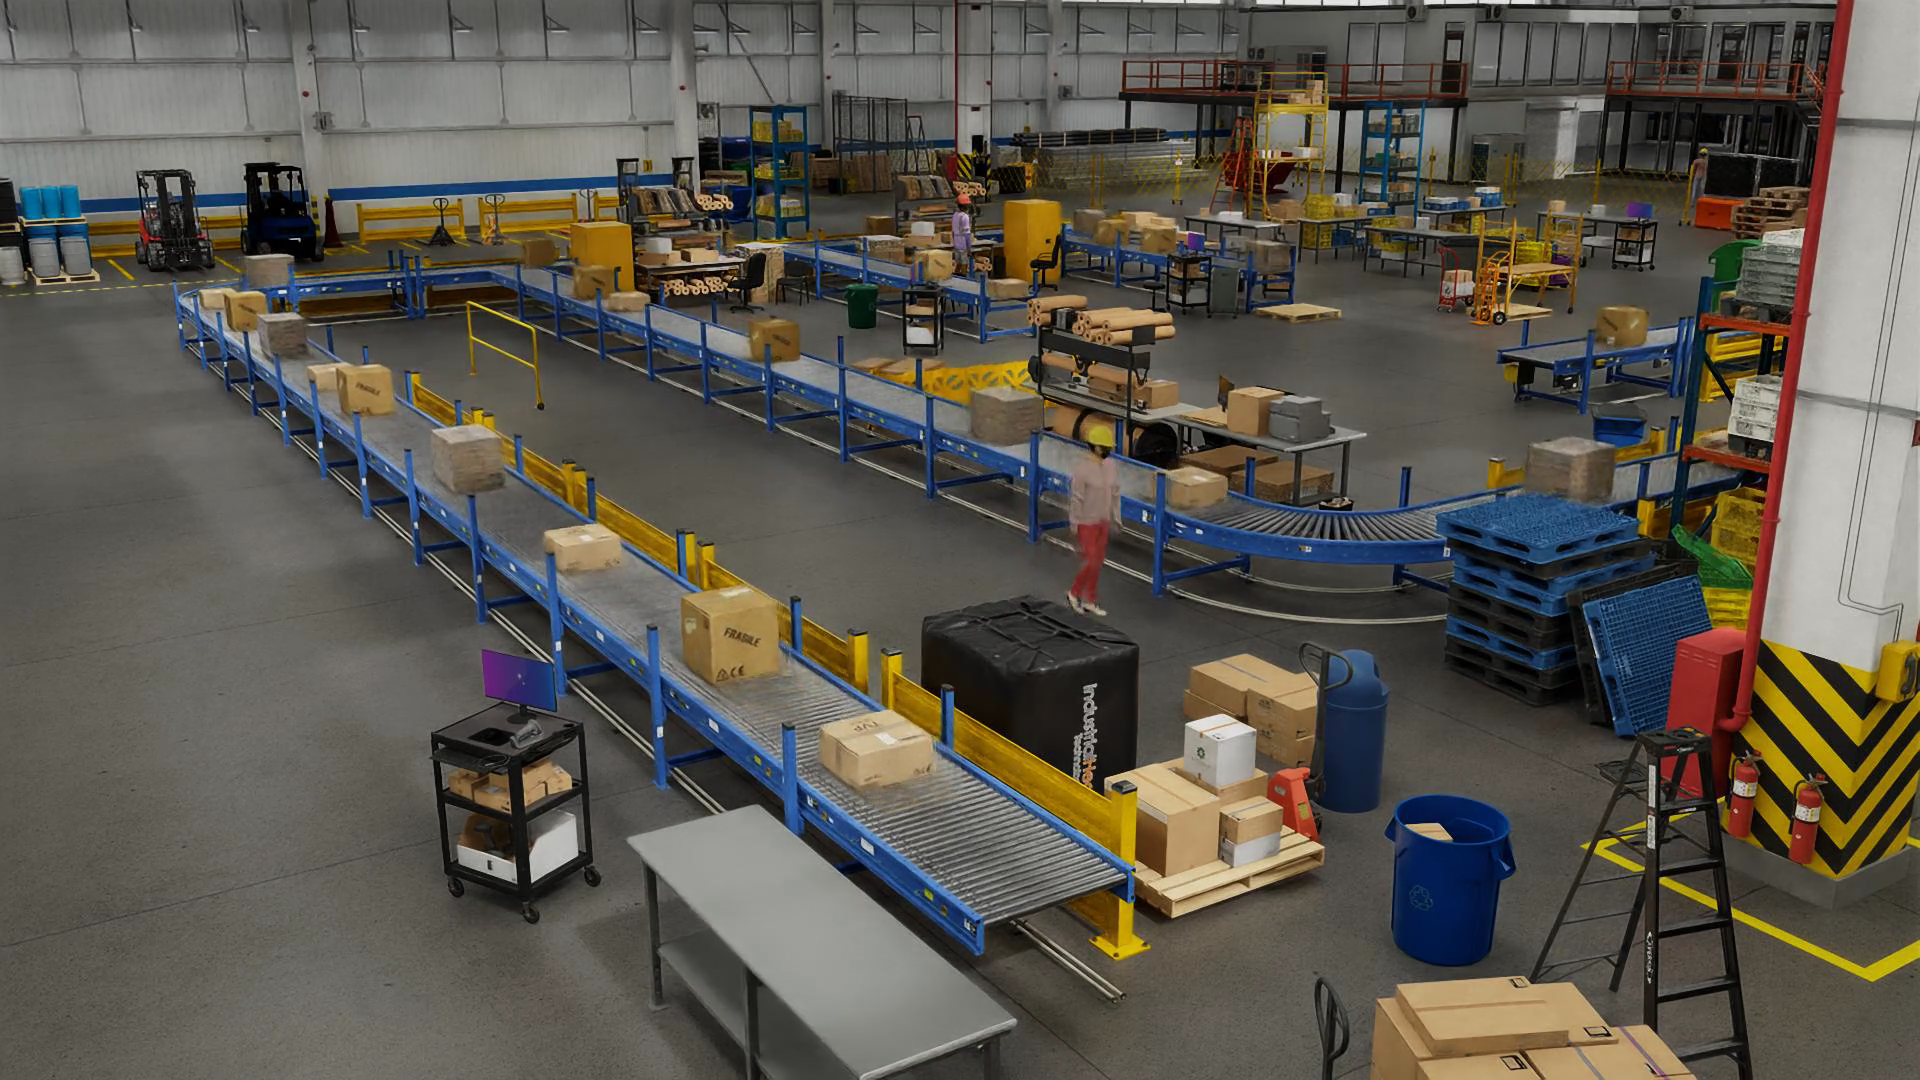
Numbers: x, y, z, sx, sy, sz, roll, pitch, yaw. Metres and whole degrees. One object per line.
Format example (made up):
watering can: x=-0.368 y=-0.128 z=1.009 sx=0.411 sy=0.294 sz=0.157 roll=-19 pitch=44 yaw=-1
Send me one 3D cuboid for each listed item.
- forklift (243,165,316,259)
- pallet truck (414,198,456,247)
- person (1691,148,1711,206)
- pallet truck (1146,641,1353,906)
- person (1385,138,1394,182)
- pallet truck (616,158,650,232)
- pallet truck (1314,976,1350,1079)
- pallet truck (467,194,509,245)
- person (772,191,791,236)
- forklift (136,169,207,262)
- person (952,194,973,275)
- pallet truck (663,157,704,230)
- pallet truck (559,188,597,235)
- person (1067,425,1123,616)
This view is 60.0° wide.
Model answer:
forklift: x=-15.898 y=-7.669 z=38.708 sx=1.157 sy=1.987 sz=2.680 roll=-11 pitch=20 yaw=-33
pallet truck: x=-13.250 y=-8.060 z=41.856 sx=0.680 sy=1.201 sz=1.601 roll=-10 pitch=20 yaw=-31
person: x=22.859 y=-11.182 z=51.326 sx=0.534 sy=1.767 sz=0.314 roll=9 pitch=19 yaw=27
pallet truck: x=1.664 y=1.407 z=10.232 sx=1.630 sy=1.274 sz=0.653 roll=-10 pitch=20 yaw=-31
person: x=14.476 y=-12.713 z=56.286 sx=0.520 sy=1.842 sz=0.330 roll=-14 pitch=22 yaw=-39
pallet truck: x=-8.918 y=-9.176 z=44.255 sx=0.823 sy=1.965 sz=1.885 roll=-9 pitch=19 yaw=-27
pallet truck: x=2.299 y=2.390 z=7.086 sx=1.601 sy=1.201 sz=0.680 roll=-2 pitch=17 yaw=-7
pallet truck: x=-11.983 y=-8.177 z=42.137 sx=0.704 sy=1.261 sz=1.522 roll=-11 pitch=20 yaw=-33
person: x=-4.104 y=-7.217 z=37.915 sx=0.414 sy=1.890 sz=0.663 roll=-9 pitch=19 yaw=-27
forklift: x=-17.842 y=-7.318 z=37.559 sx=1.157 sy=1.987 sz=2.680 roll=-10 pitch=20 yaw=-31
person: x=0.070 y=-5.852 z=33.113 sx=0.373 sy=2.043 sz=0.615 roll=-9 pitch=19 yaw=-27
pallet truck: x=-7.586 y=-9.308 z=44.692 sx=0.823 sy=1.965 sz=1.885 roll=-11 pitch=20 yaw=-33
pallet truck: x=-10.010 y=-8.652 z=43.699 sx=0.653 sy=1.274 sz=1.630 roll=-10 pitch=20 yaw=-31
person: x=1.207 y=-0.161 z=14.670 sx=0.524 sy=1.755 sz=0.377 roll=-16 pitch=23 yaw=-42
